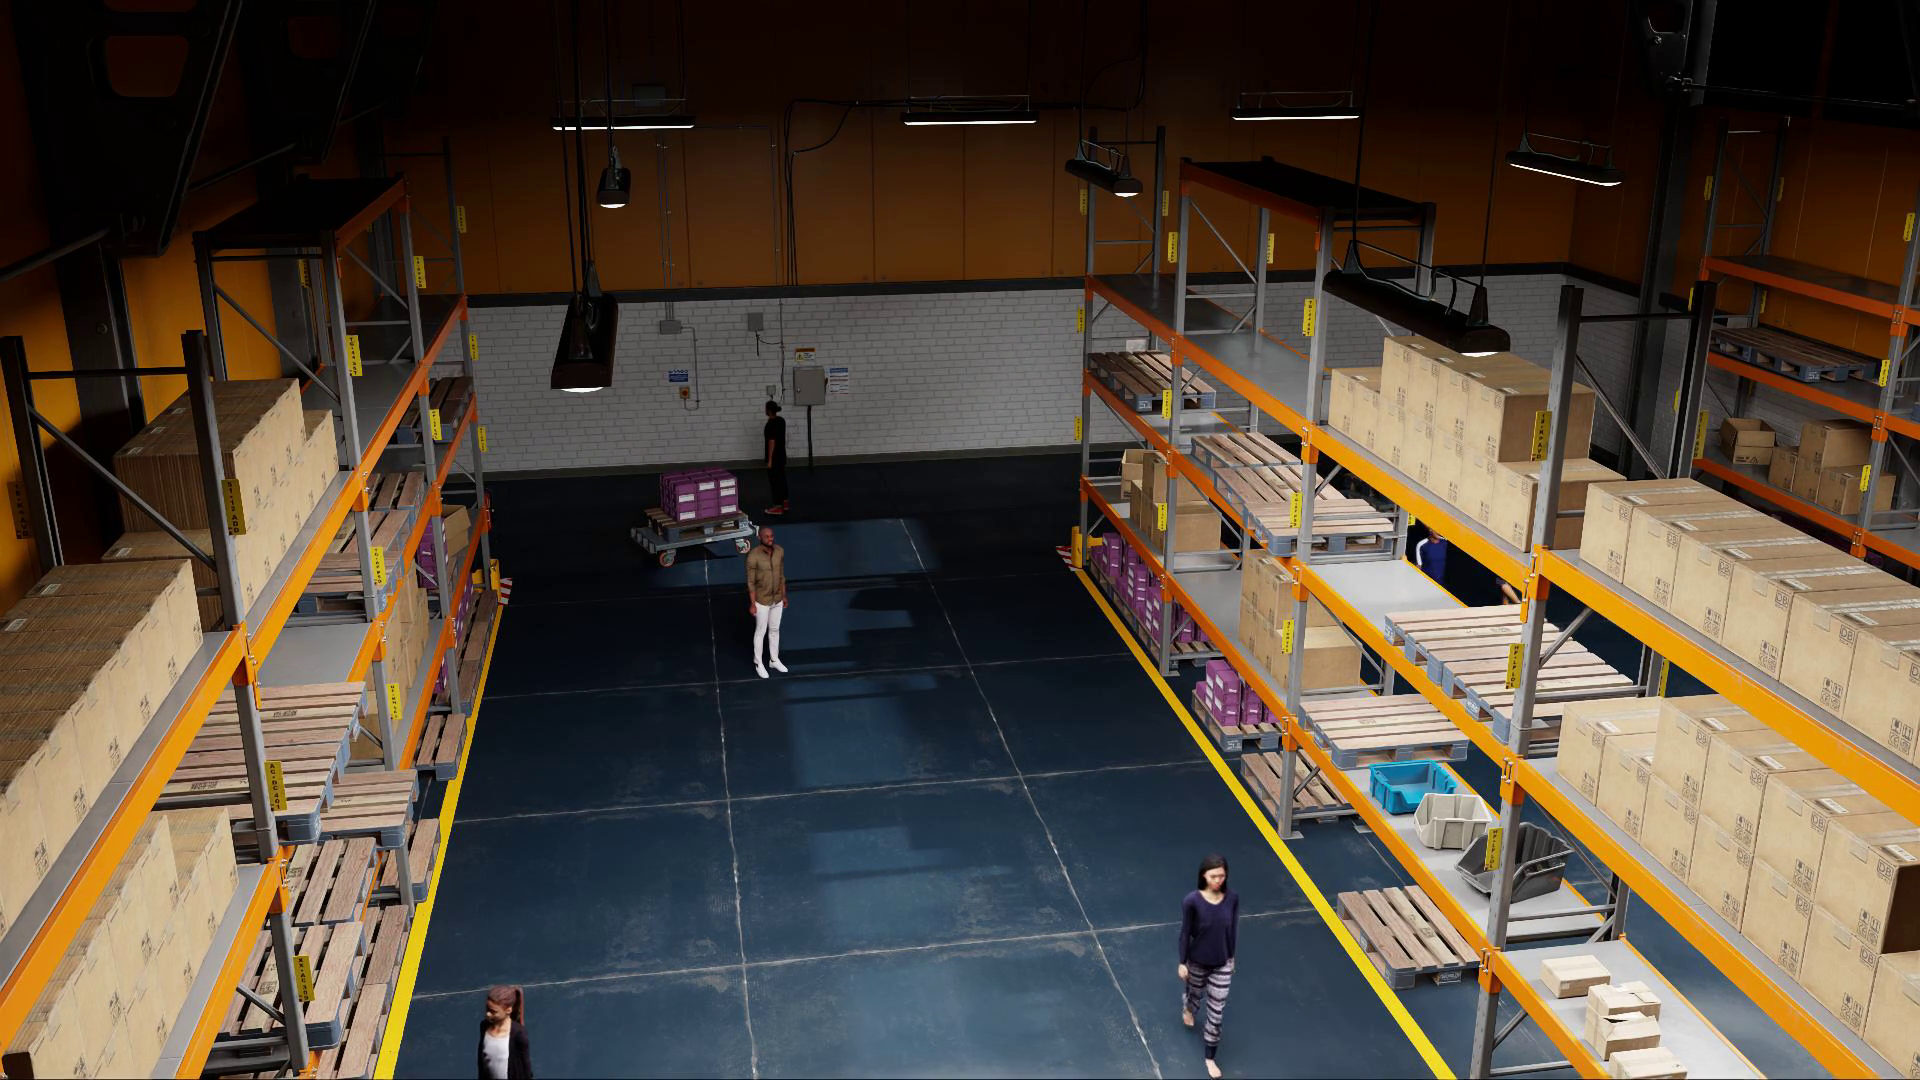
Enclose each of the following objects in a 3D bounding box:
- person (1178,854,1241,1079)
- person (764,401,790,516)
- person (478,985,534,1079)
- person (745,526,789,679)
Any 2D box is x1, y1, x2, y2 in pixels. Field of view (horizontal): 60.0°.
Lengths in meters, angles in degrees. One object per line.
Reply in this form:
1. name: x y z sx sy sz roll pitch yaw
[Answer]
1. person: 1.849 3.112 12.514 0.626 1.711 0.987 -3 19 -8
2. person: -2.818 -1.272 25.461 0.768 1.756 0.643 6 20 18
3. person: -3.031 3.652 11.154 0.634 1.554 0.668 6 20 18
4. person: -2.260 0.691 19.525 0.807 1.825 0.798 -17 25 -41
